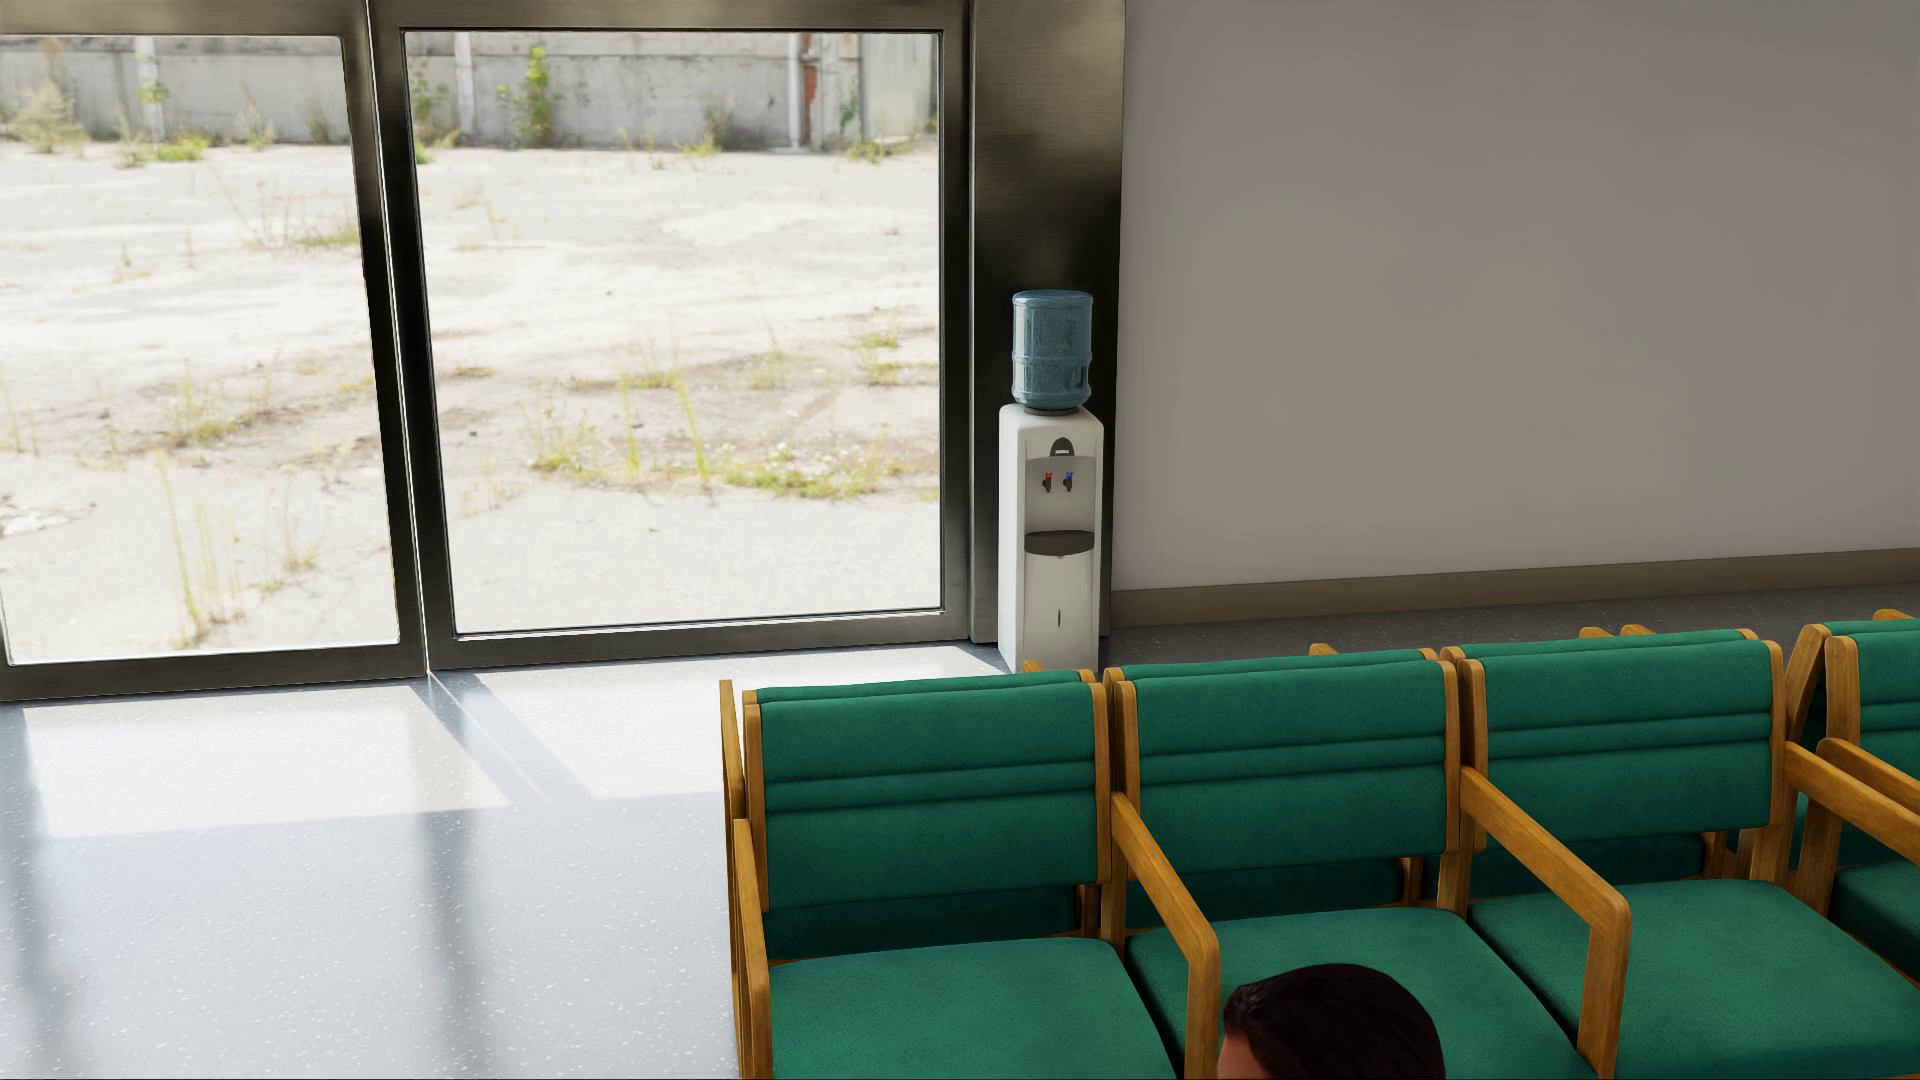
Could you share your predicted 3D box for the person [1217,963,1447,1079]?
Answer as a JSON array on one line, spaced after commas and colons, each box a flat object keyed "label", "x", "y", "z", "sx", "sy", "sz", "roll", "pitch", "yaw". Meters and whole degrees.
[{"label": "person", "x": 0.319, "y": 1.116, "z": 1.662, "sx": 0.621, "sy": 1.565, "sz": 0.486, "roll": -5, "pitch": 16, "yaw": -16}]
